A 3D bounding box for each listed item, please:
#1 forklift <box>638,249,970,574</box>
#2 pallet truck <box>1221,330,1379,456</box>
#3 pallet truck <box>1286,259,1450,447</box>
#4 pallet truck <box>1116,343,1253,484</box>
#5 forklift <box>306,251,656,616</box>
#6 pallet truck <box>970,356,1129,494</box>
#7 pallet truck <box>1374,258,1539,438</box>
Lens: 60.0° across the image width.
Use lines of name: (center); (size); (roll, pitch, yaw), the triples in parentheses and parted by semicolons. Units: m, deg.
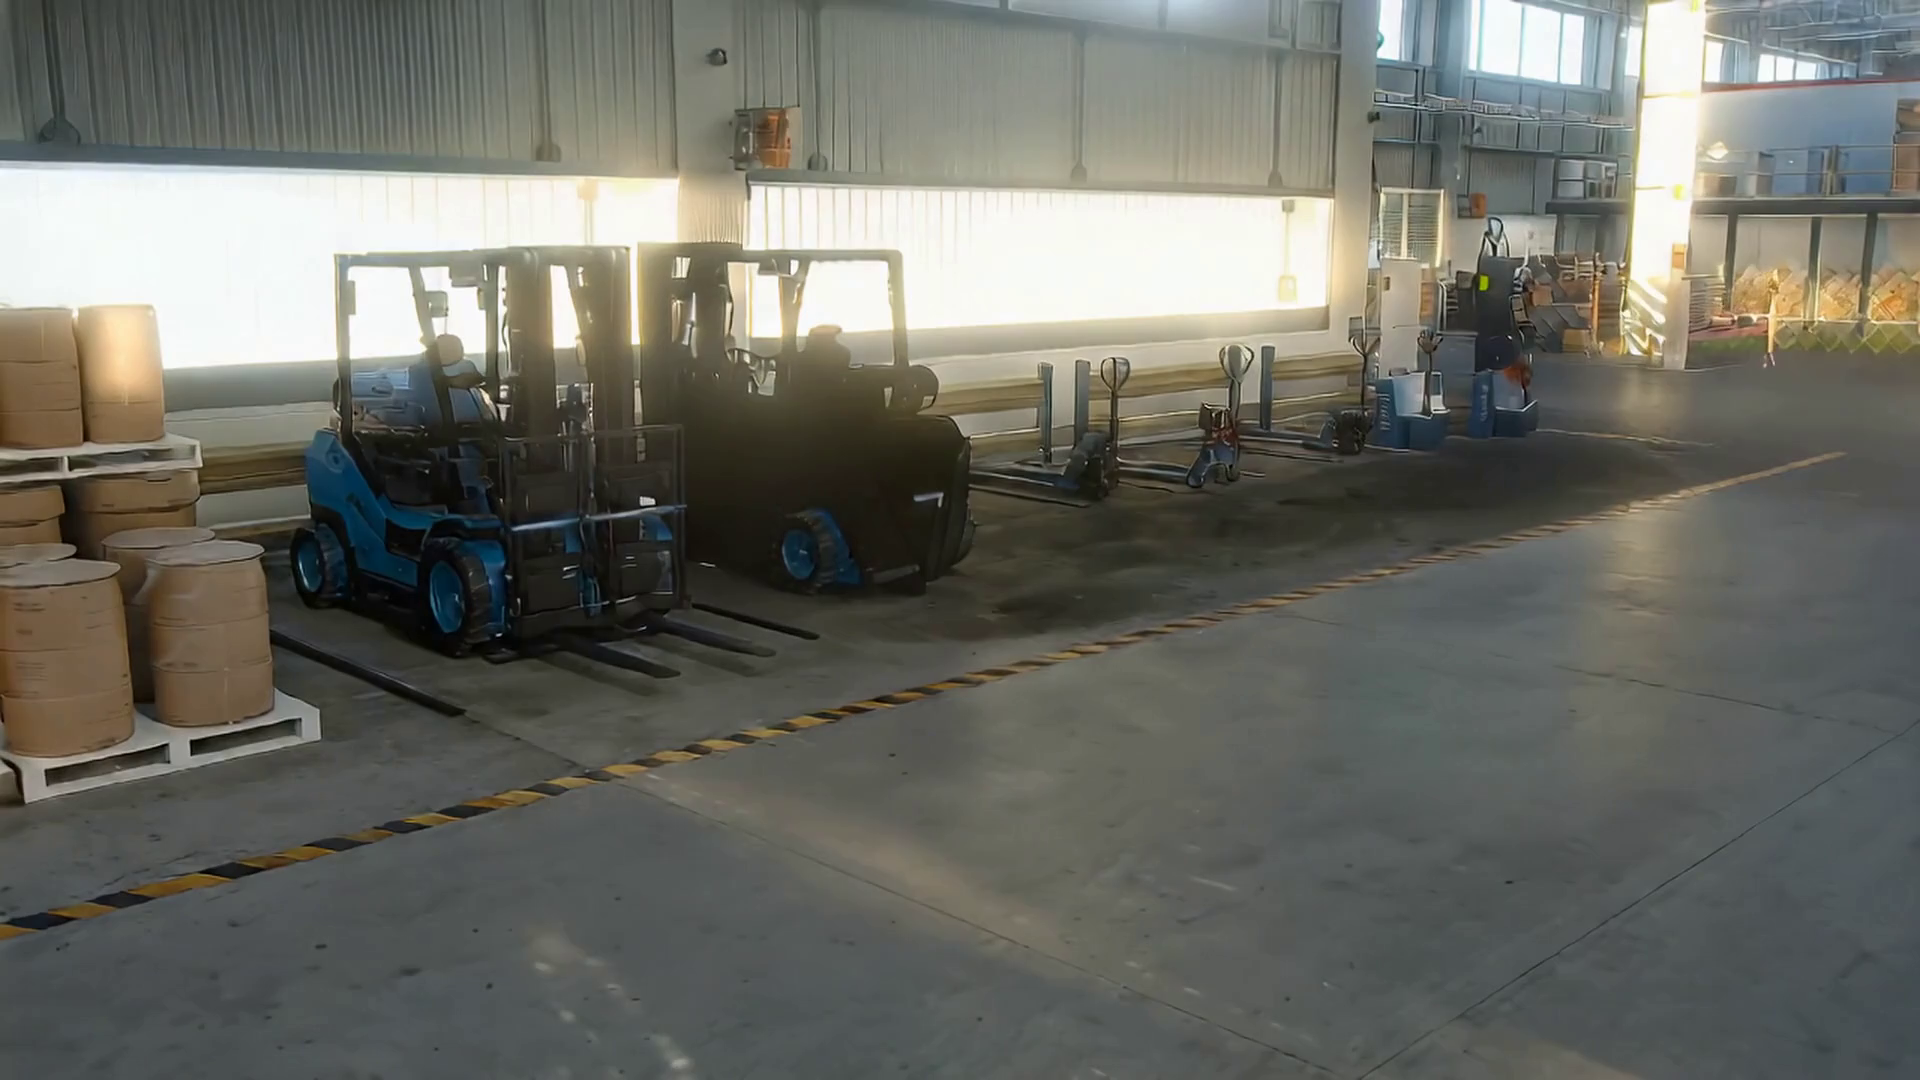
forklift: (-1.173, -0.958, 11.239); (2.680, 1.987, 1.157); (10, 14, 43)
pallet truck: (3.563, -1.581, 17.381); (0.653, 1.274, 1.630); (-10, 14, -44)
pallet truck: (4.493, -2.078, 18.196); (0.823, 1.965, 1.885); (-9, 14, -40)
pallet truck: (1.962, -1.215, 15.415); (1.522, 1.261, 0.704); (10, 14, 43)
forklift: (-2.833, -0.669, 9.694); (1.157, 1.987, 2.680); (-10, 14, -44)
pallet truck: (0.784, -1.085, 14.876); (0.680, 1.201, 1.601); (-10, 14, -44)
pallet truck: (5.704, -2.208, 18.901); (1.885, 1.965, 0.823); (10, 14, 43)
